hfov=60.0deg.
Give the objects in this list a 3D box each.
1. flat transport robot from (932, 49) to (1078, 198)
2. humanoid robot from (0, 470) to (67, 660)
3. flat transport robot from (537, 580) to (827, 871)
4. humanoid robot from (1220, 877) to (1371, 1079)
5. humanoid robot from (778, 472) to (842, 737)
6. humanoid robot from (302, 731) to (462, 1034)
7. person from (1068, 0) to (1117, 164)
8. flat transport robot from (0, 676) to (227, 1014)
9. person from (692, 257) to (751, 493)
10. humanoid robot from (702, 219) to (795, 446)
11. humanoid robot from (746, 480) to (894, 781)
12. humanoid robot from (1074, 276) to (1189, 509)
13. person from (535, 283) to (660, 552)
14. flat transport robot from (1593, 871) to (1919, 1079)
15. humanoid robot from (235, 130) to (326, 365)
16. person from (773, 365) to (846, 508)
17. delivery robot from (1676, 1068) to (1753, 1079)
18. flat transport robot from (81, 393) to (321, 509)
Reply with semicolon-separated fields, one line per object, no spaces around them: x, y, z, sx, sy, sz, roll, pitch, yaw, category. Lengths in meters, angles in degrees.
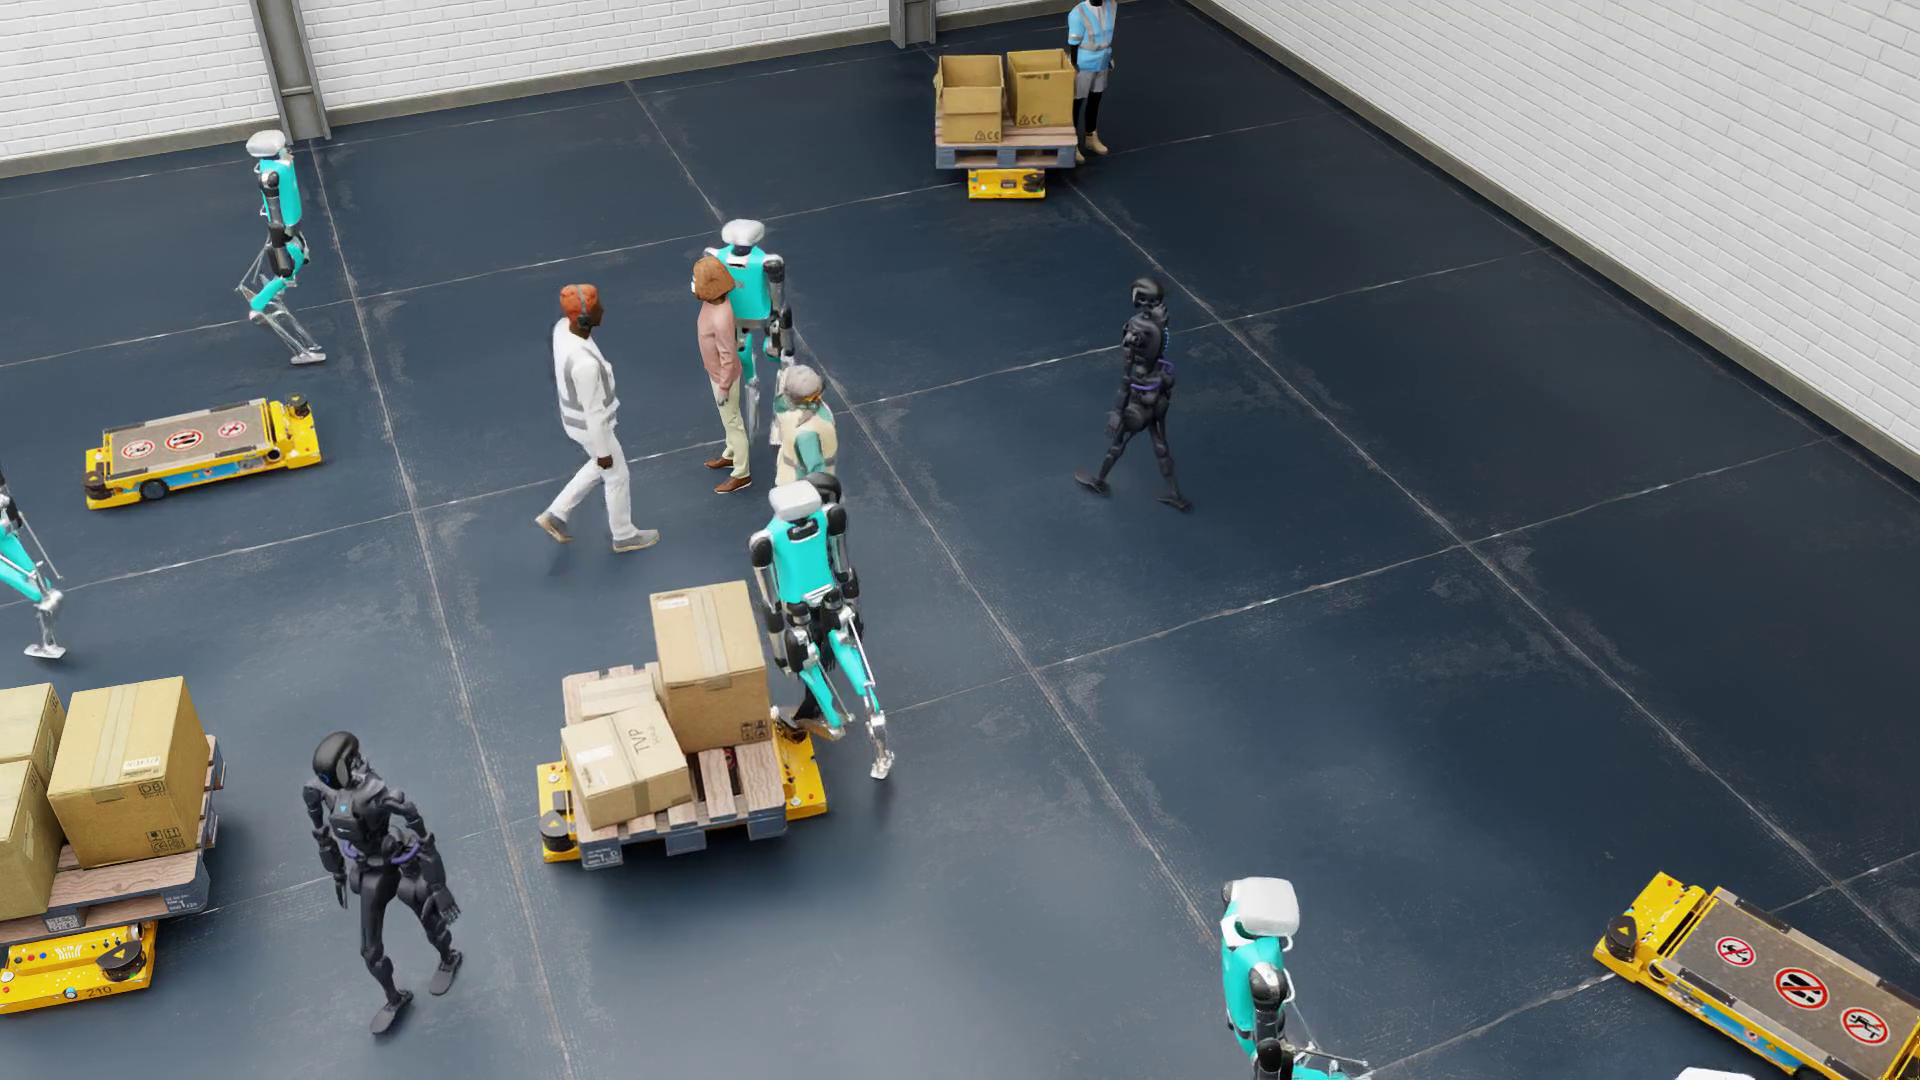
0.379;-3.404;14.704;0.659;0.231;1.431;-1;38;-1;flat transport robot
-5.196;0.005;9.087;0.729;1.822;0.542;11;39;13;humanoid robot
-1.456;1.258;8.636;1.431;0.231;0.659;-9;38;-11;flat transport robot
1.439;1.948;6.564;0.986;1.770;0.537;-5;38;-6;humanoid robot
-0.813;0.366;8.649;0.481;1.644;0.611;-11;39;-14;humanoid robot
-2.472;1.472;7.206;0.611;1.645;0.545;8;38;10;humanoid robot
1.146;-4.149;14.498;0.535;1.699;0.322;-27;45;-31;person
-4.243;1.638;8.141;0.659;0.231;1.431;-9;38;-11;flat transport robot
-1.517;-1.051;10.520;0.287;1.633;0.496;-10;39;-13;person
-1.268;-1.330;10.854;0.534;1.843;0.746;9;38;11;humanoid robot
-0.630;0.577;8.329;0.545;1.719;1.055;-23;43;-27;humanoid robot
1.118;-0.924;10.357;0.770;1.625;0.602;22;43;26;humanoid robot
-2.223;-0.675;9.839;0.628;1.863;0.585;-15;40;-19;person
3.716;2.070;7.580;1.431;0.231;0.659;31;47;34;flat transport robot
-4.852;-1.993;11.664;0.660;1.793;0.540;-3;38;-4;humanoid robot
-0.858;-0.340;9.560;0.400;1.681;0.564;-2;38;-3;person
3.093;2.563;6.717;0.499;0.612;0.796;5;38;7;delivery robot
-5.038;-0.598;11.052;1.431;0.231;0.659;-14;40;-18;flat transport robot
